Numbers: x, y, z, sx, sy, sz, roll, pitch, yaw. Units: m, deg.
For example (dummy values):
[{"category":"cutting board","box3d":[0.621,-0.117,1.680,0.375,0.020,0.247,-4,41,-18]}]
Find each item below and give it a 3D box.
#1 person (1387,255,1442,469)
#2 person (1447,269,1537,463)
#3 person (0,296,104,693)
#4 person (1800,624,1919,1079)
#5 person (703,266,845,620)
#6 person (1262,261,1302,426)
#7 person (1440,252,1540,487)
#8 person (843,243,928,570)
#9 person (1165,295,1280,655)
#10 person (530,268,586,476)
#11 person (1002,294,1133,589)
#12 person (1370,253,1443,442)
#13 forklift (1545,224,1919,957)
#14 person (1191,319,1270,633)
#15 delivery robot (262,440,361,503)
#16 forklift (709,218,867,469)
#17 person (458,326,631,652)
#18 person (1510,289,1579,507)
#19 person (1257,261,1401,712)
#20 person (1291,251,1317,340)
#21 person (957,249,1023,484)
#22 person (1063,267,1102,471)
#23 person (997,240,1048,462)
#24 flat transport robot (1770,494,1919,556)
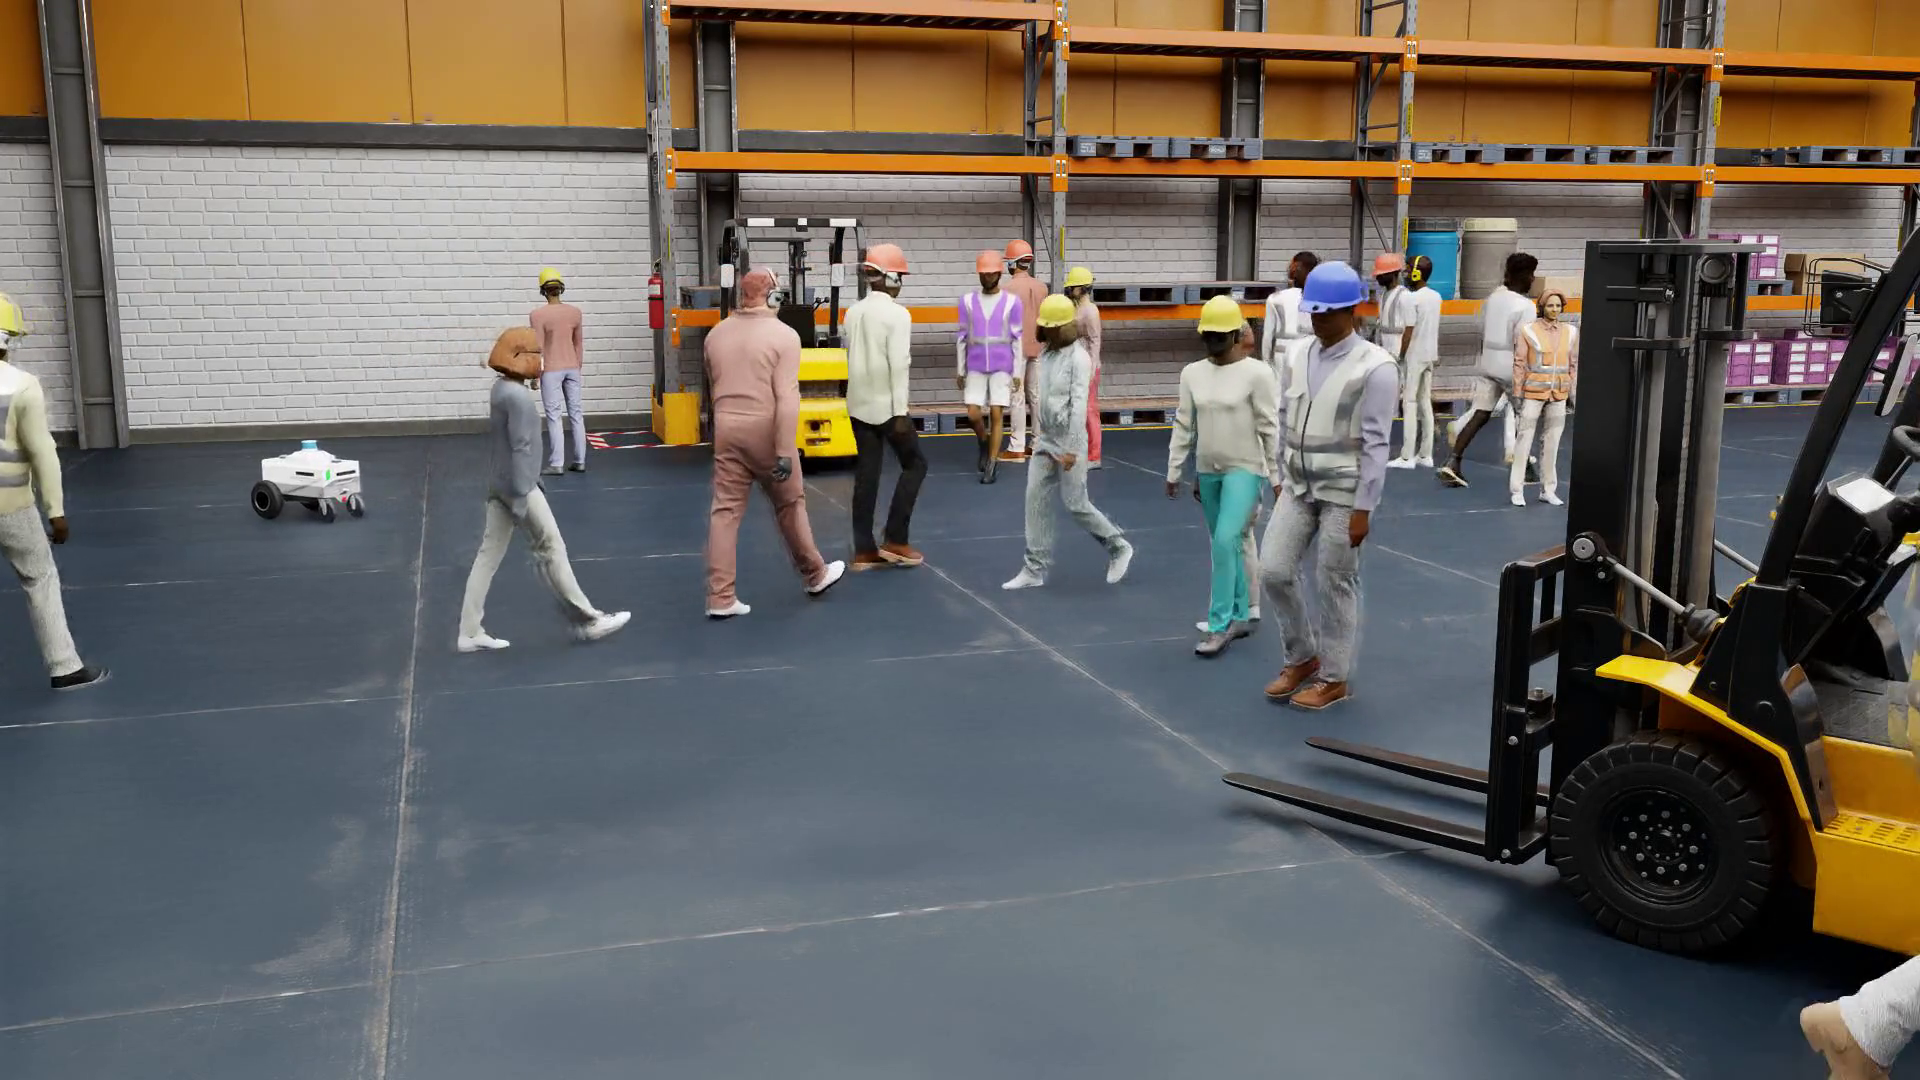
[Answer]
[{"category":"person","box3d":[3.990,-1.553,14.572,0.523,1.869,0.357,-9,14,-40]},{"category":"person","box3d":[4.847,-1.601,14.980,0.750,1.813,0.644,9,13,40]},{"category":"person","box3d":[-4.281,-0.177,7.290,0.754,1.784,0.516,0,10,-2]},{"category":"person","box3d":[2.245,0.473,3.580,0.495,1.824,0.653,9,13,39]},{"category":"person","box3d":[-1.041,-0.537,9.016,0.650,1.854,1.016,5,12,27]},{"category":"person","box3d":[3.004,-1.602,14.911,0.598,1.886,0.704,2,10,9]},{"category":"person","box3d":[4.349,-1.361,13.441,1.015,1.924,0.618,-5,12,-26]},{"category":"person","box3d":[-0.435,-0.800,10.114,0.593,1.974,0.643,-9,14,-40]},{"category":"person","box3d":[1.244,-0.313,8.105,0.568,1.729,0.738,10,14,43]},{"category":"person","box3d":[-3.433,-1.426,14.157,0.329,1.763,0.523,9,13,39]},{"category":"person","box3d":[0.642,-0.557,9.548,0.685,1.712,0.494,-7,12,-33]},{"category":"person","box3d":[4.309,-1.862,16.289,1.005,1.877,0.566,0,10,-2]},{"category":"forklift","box3d":[2.909,0.117,4.508,2.313,2.155,1.214,9,14,40]},{"category":"person","box3d":[1.390,-0.327,8.522,0.520,1.620,0.408,-7,12,-33]},{"category":"delivery robot","box3d":[-4.683,-0.477,12.005,0.707,0.478,0.477,5,12,26]},{"category":"forklift","box3d":[-1.522,-1.778,14.899,1.214,2.155,2.313,-3,11,-17]},{"category":"person","box3d":[-2.101,-0.247,8.169,0.849,1.588,0.503,-7,12,-32]},{"category":"person","box3d":[4.397,-1.067,12.523,0.521,1.639,0.311,-1,10,-8]},{"category":"person","box3d":[1.532,-0.198,6.981,0.476,1.919,0.626,-8,13,-36]},{"category":"person","box3d":[3.149,-1.618,14.829,0.644,1.899,0.604,-4,11,-19]},{"category":"person","box3d":[0.250,-1.432,13.739,0.564,1.924,0.493,2,10,10]},{"category":"person","box3d":[1.052,-1.482,14.454,0.329,1.765,0.533,-3,11,-13]},{"category":"person","box3d":[0.541,-1.699,15.008,0.612,1.995,0.392,-10,14,-43]},{"category":"flat transport robot","box3d":[6.002,-0.113,11.048,0.652,0.197,1.431,1,10,5]}]
